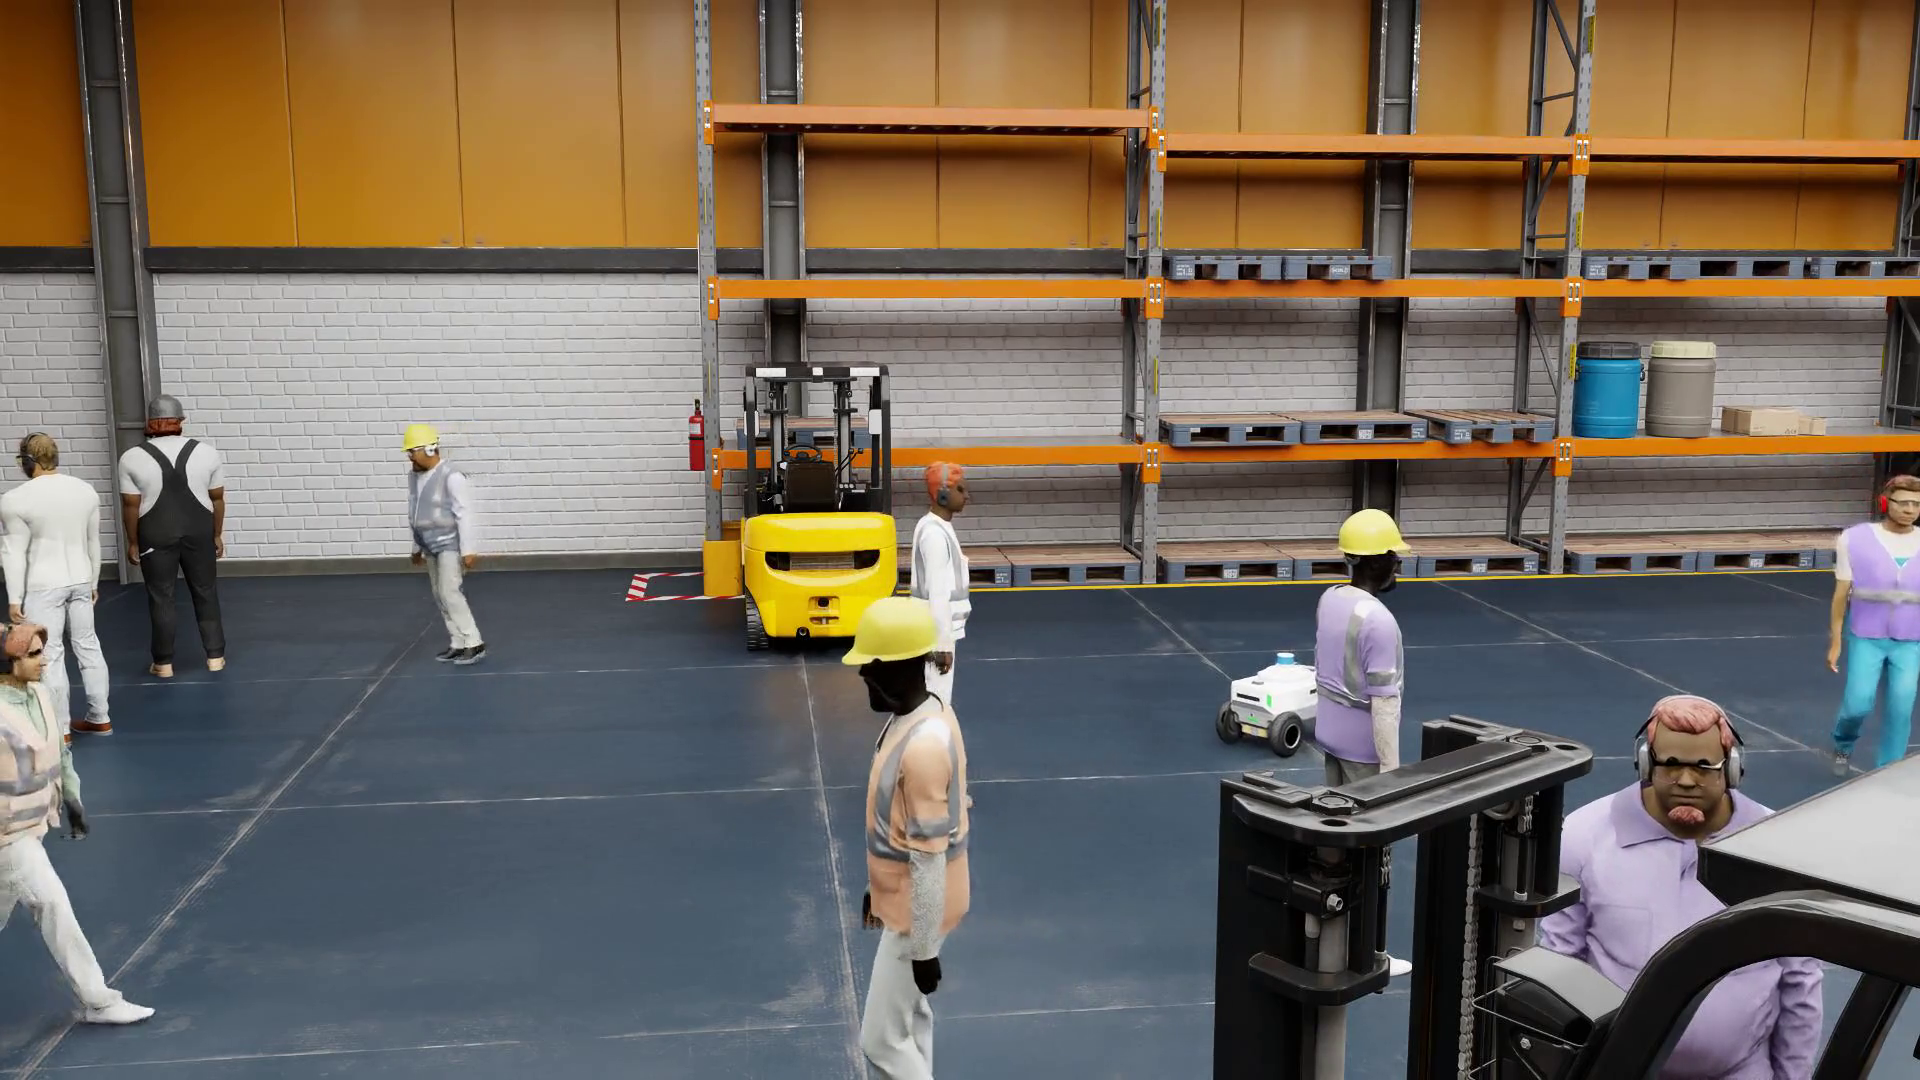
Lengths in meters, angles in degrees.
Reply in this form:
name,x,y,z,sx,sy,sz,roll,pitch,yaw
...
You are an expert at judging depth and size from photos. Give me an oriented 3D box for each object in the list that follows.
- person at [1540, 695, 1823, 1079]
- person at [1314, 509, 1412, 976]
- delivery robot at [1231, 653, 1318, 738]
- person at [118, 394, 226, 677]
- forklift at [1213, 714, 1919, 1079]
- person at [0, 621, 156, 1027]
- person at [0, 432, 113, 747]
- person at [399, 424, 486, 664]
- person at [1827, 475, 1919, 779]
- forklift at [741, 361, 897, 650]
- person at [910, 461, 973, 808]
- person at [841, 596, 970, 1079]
name,x,y,z,sx,sy,sz,roll,pitch,yaw
person,1.733,1.302,4.056,0.648,1.900,0.400,3,10,18
person,1.662,0.829,6.890,0.363,1.930,0.587,-2,9,-13
delivery robot,1.993,0.937,10.201,0.707,0.478,0.477,-8,12,-40
person,-5.669,-0.043,11.987,0.683,2.000,0.536,-6,11,-33
forklift,1.441,1.425,2.350,1.214,2.155,2.313,-7,12,-39
person,-3.590,1.088,6.334,0.875,1.590,0.524,-1,9,-3
person,-5.542,0.303,10.197,0.379,1.930,0.626,4,10,24
person,-3.842,0.036,12.271,0.615,1.800,0.494,8,12,41
person,5.005,0.536,9.041,0.585,1.828,0.573,2,9,12
forklift,-1.154,-0.340,13.365,1.214,2.155,2.313,-1,9,-7
person,-0.109,0.510,9.023,0.337,1.883,0.584,0,9,-3
person,-0.182,1.116,5.139,0.427,1.921,0.598,0,9,-1
